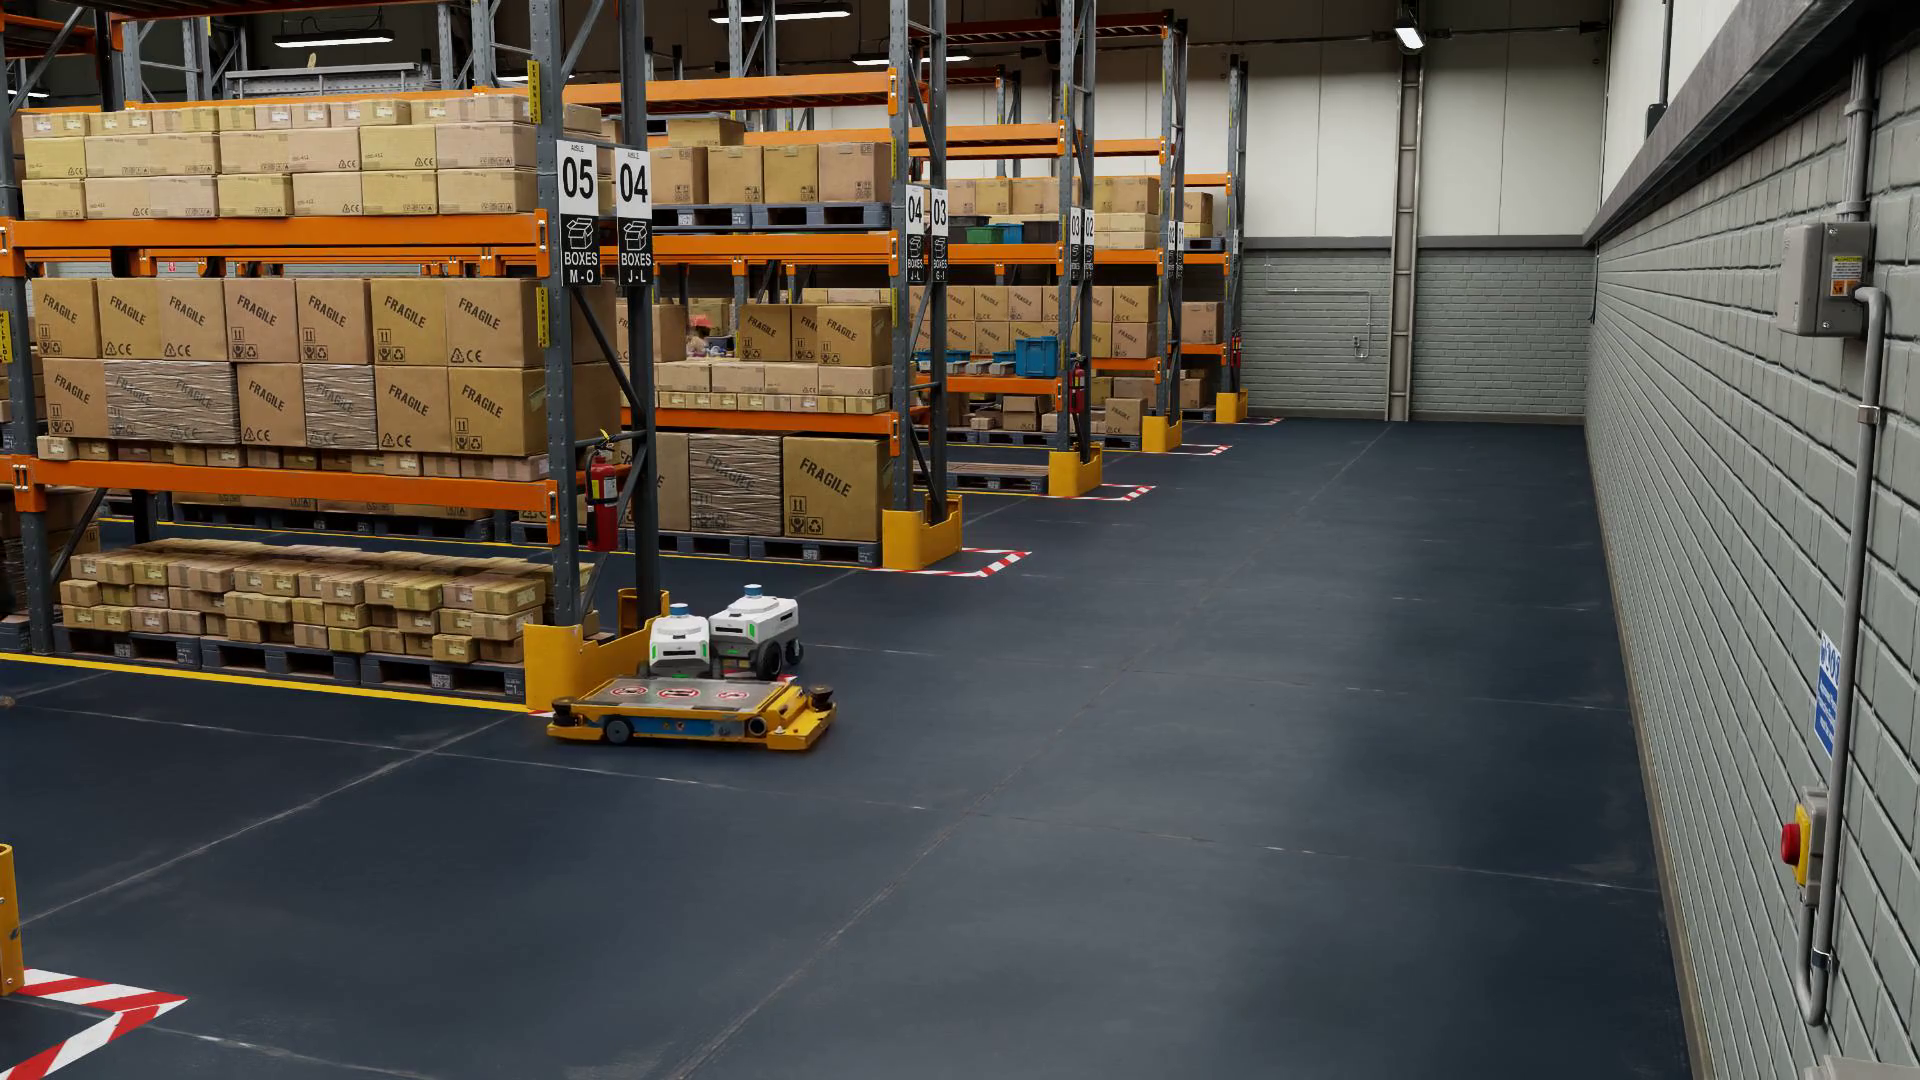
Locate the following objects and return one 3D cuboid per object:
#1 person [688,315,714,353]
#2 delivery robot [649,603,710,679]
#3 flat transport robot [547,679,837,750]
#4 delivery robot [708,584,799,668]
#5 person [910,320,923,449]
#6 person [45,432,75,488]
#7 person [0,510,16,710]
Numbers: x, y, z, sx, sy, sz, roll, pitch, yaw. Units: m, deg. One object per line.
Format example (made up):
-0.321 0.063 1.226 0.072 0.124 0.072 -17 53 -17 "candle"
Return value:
-3.698 -2.347 24.435 0.932 1.893 0.554 1 9 9 "person"
-1.649 0.617 9.800 0.477 0.478 0.707 -1 9 -9 "delivery robot"
-1.443 0.927 9.044 1.431 0.197 0.652 2 9 10 "flat transport robot"
-1.286 0.522 10.397 0.477 0.478 0.707 3 10 18 "delivery robot"
-0.734 -2.184 23.497 0.506 1.860 0.606 2 9 15 "person"
-8.557 -0.911 15.696 0.442 1.824 0.654 3 10 17 "person"
-5.729 0.004 9.480 0.550 1.978 0.649 1 9 7 "person"
